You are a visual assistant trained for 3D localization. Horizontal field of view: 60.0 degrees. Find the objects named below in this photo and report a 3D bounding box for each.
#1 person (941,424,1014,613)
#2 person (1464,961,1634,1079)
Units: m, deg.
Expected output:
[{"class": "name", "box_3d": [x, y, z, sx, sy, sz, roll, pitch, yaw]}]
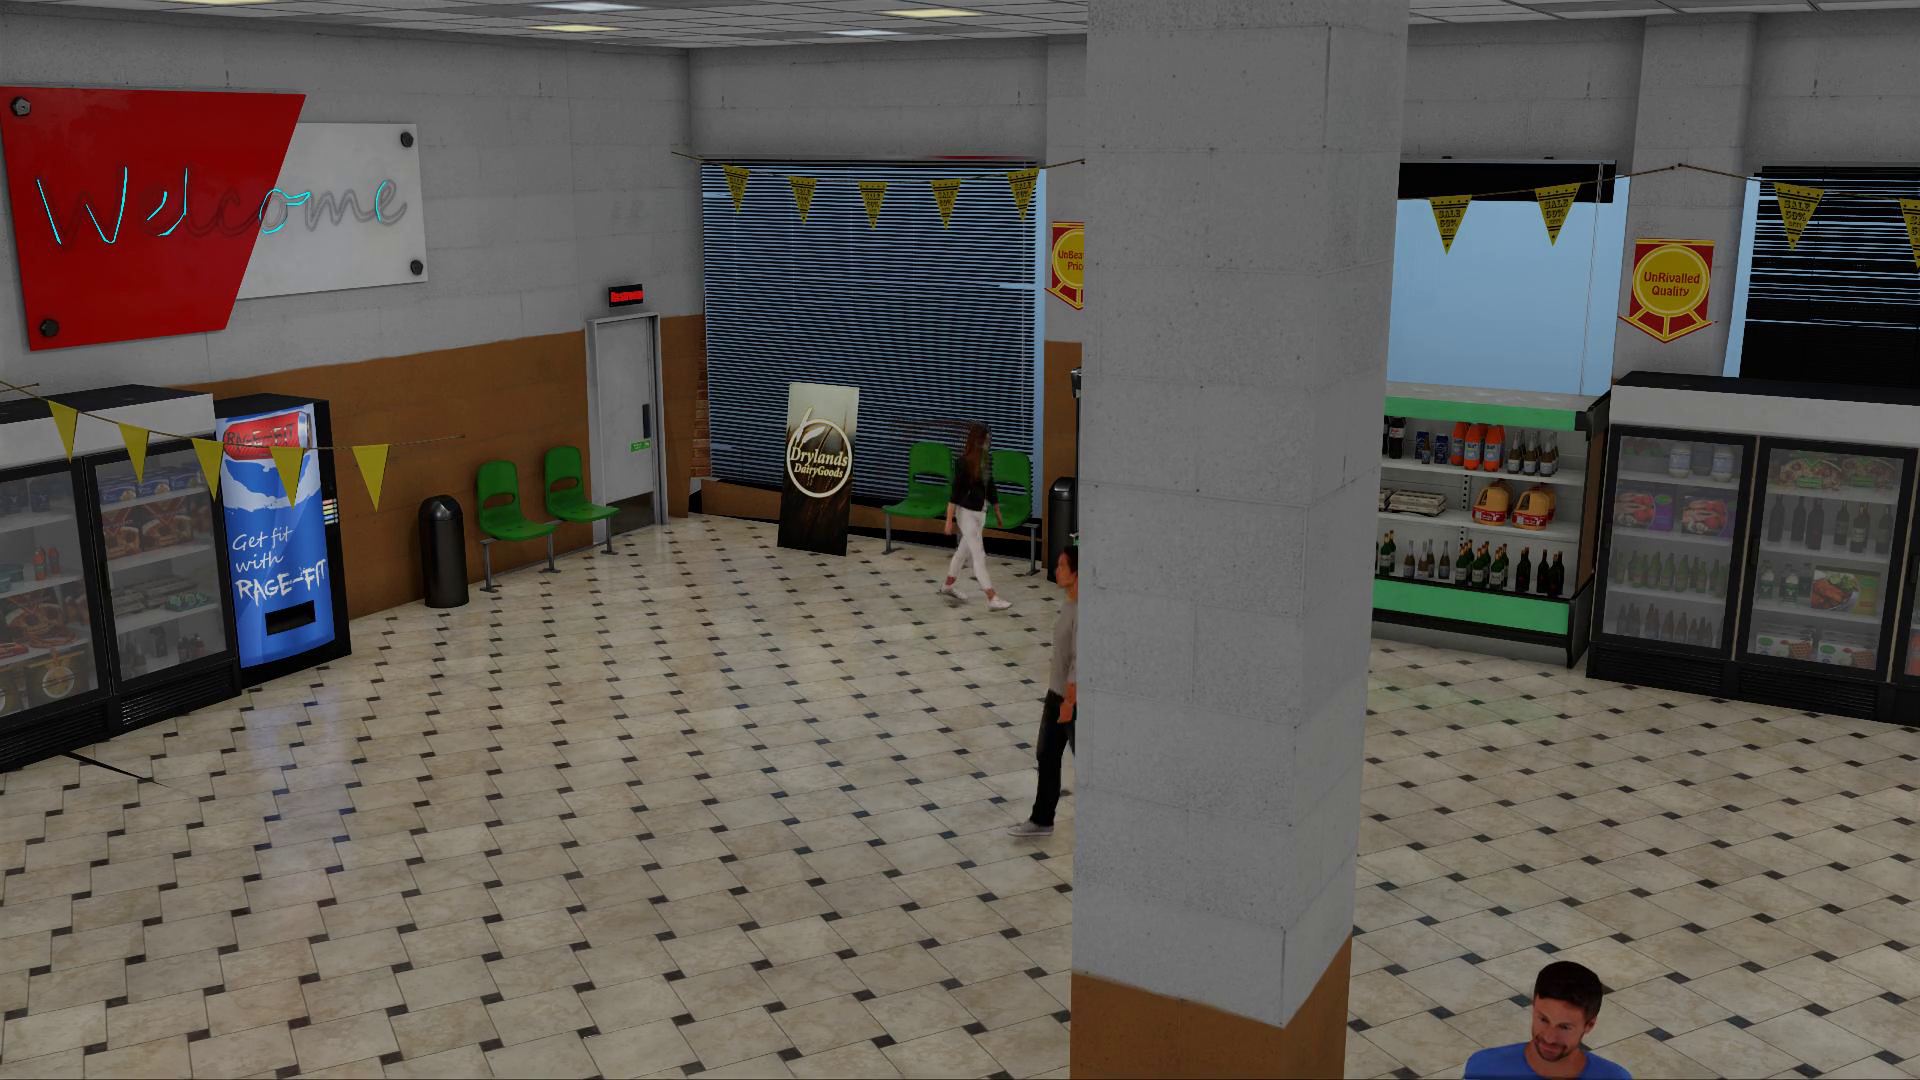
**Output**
[{"class": "person", "box_3d": [0.045, -0.198, 14.704, 1.162, 1.656, 0.783, 10, 17, 35]}, {"class": "person", "box_3d": [1.685, 2.072, 4.903, 0.656, 1.863, 0.798, 2, 14, 7]}]
